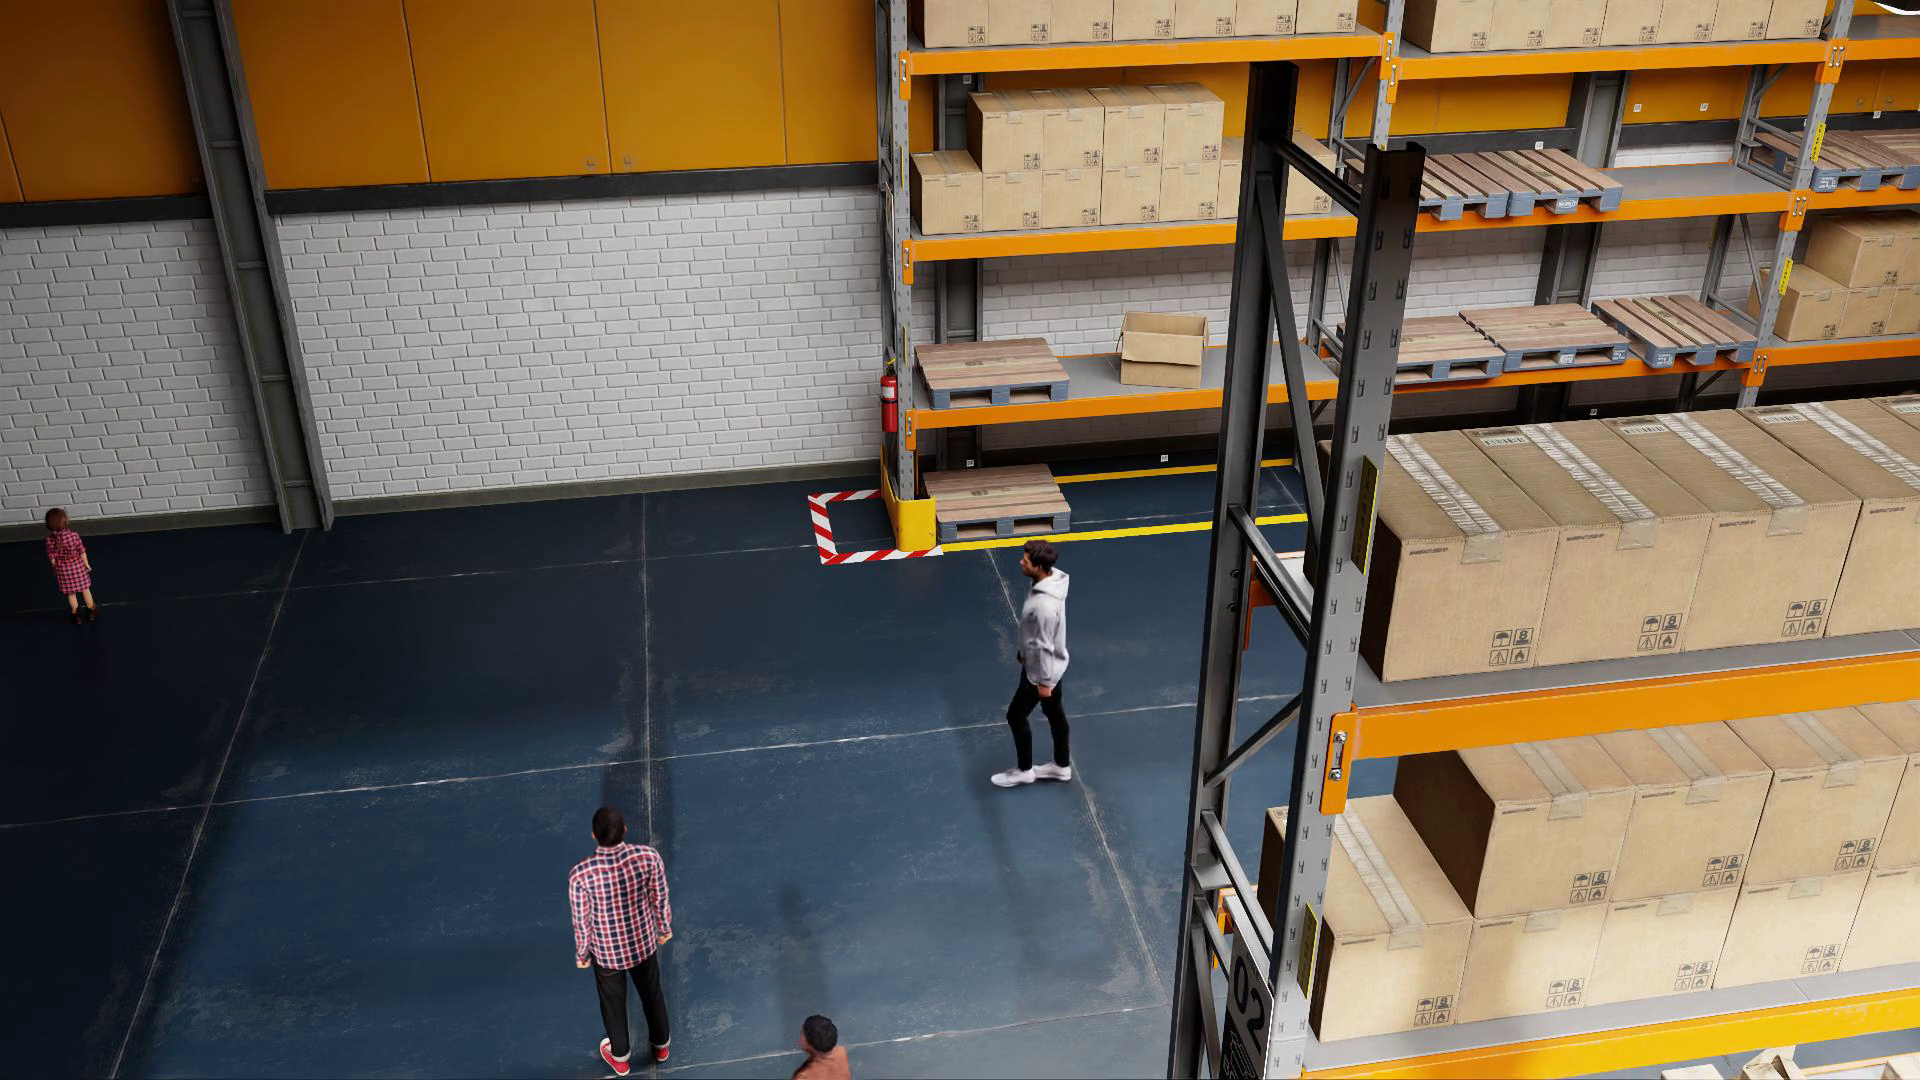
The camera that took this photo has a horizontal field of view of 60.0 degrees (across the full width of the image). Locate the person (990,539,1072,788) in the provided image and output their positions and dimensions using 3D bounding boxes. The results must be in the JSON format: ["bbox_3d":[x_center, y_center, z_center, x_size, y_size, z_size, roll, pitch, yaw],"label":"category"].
[{"bbox_3d":[0.664,0.859,11.298,0.881,1.909,0.815,2,29,3],"label":"person"}]

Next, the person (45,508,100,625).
[{"bbox_3d":[-7.194,0.203,13.426,0.441,1.021,0.538,-14,32,-24],"label":"person"}]

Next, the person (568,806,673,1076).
[{"bbox_3d":[-1.840,2.166,9.055,0.638,1.761,0.828,-14,32,-24],"label":"person"}]

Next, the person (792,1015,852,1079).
[{"bbox_3d":[-0.645,2.899,8.257,0.885,1.238,0.834,20,34,32],"label":"person"}]
